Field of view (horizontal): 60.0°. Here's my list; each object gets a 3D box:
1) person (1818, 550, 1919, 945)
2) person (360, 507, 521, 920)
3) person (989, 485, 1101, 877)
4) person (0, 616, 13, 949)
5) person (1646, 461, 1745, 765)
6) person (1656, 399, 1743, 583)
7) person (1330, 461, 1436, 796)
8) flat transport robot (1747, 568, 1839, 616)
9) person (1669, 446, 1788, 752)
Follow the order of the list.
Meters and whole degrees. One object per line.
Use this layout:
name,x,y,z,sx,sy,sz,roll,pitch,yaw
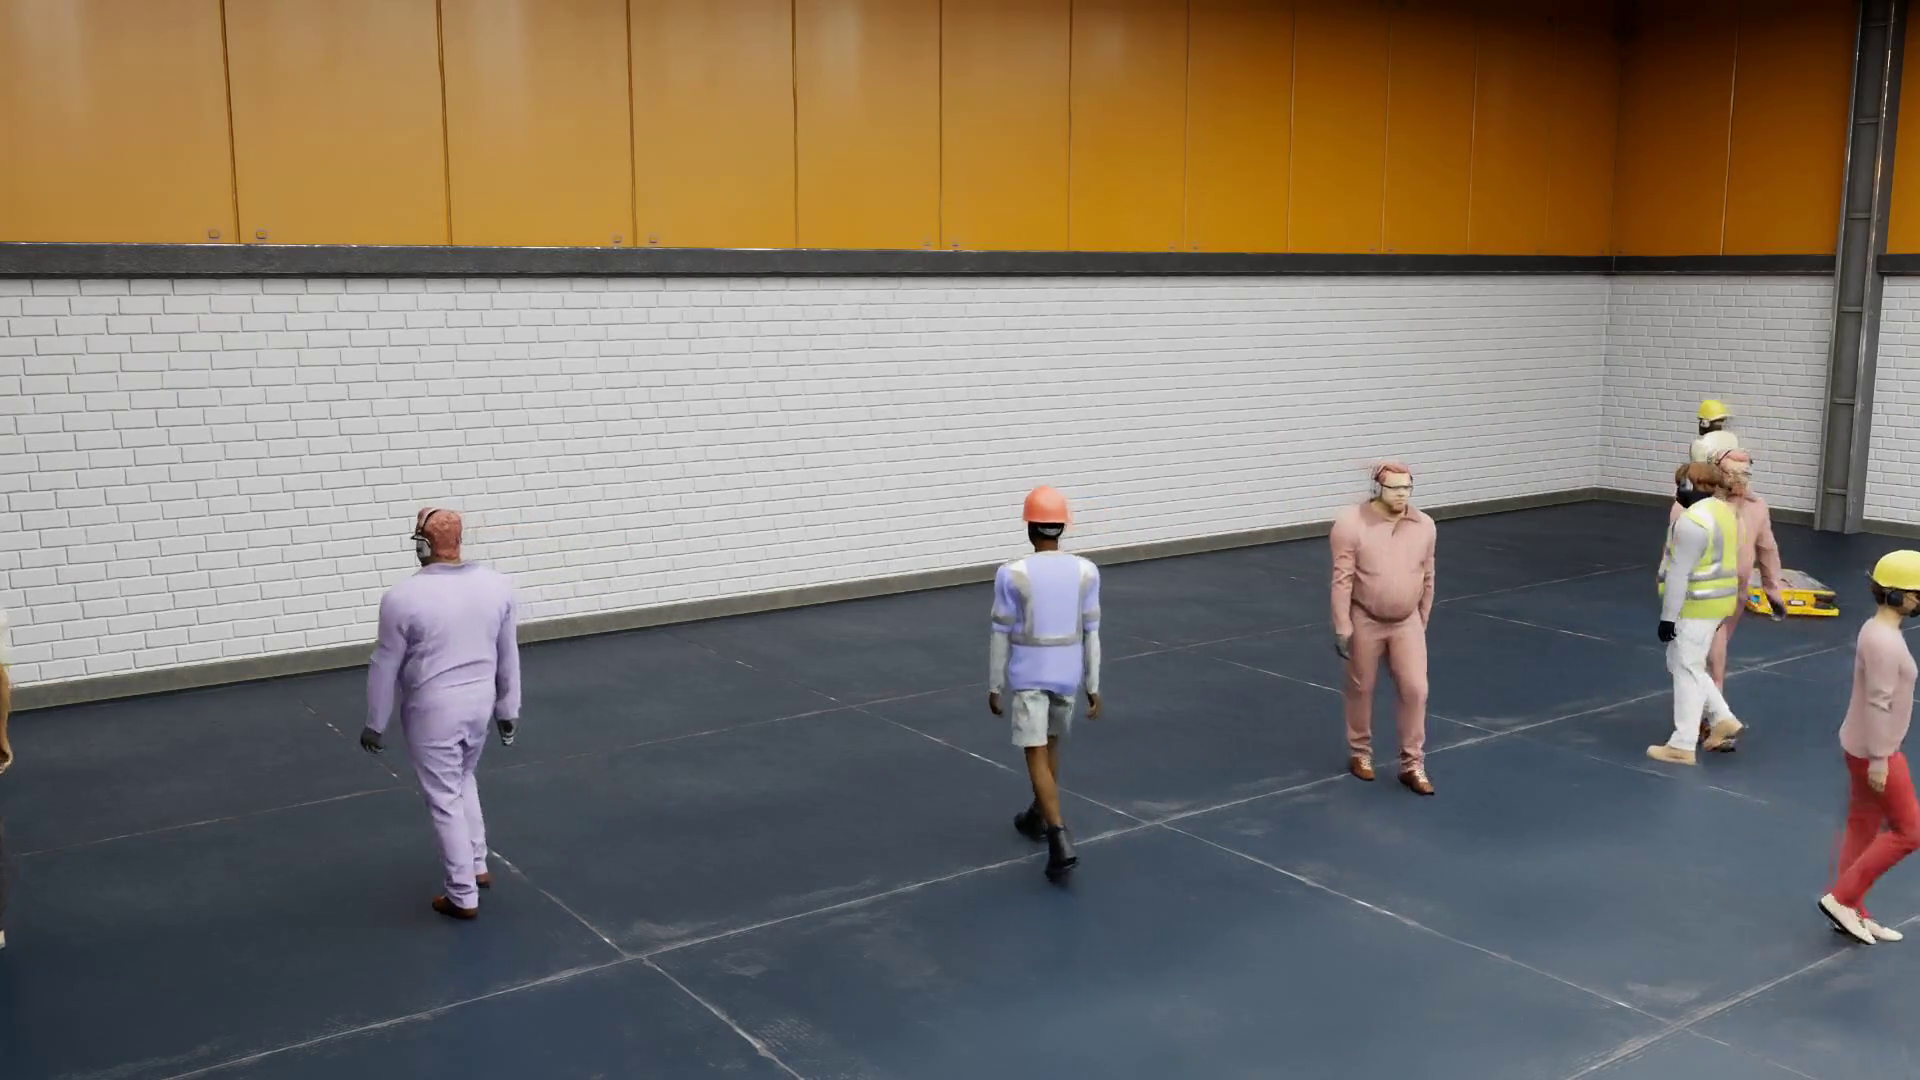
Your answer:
person,4.022,0.910,7.225,0.364,1.754,0.545,4,10,25
person,-2.397,0.786,7.606,0.585,1.888,0.650,7,11,36
person,0.442,0.681,8.254,0.552,1.901,0.975,-3,10,-17
person,-4.277,0.908,7.076,0.395,1.824,0.562,3,10,19
person,4.433,0.440,9.983,0.490,1.808,0.715,7,12,39
person,6.892,-0.395,15.225,0.591,1.790,0.939,-3,10,-19
person,2.421,0.498,9.433,0.658,1.879,0.791,-1,9,-5
flat transport robot,7.231,0.436,14.741,0.652,0.197,1.431,2,9,12
person,4.764,0.352,10.326,0.681,1.863,0.800,-3,10,-18
